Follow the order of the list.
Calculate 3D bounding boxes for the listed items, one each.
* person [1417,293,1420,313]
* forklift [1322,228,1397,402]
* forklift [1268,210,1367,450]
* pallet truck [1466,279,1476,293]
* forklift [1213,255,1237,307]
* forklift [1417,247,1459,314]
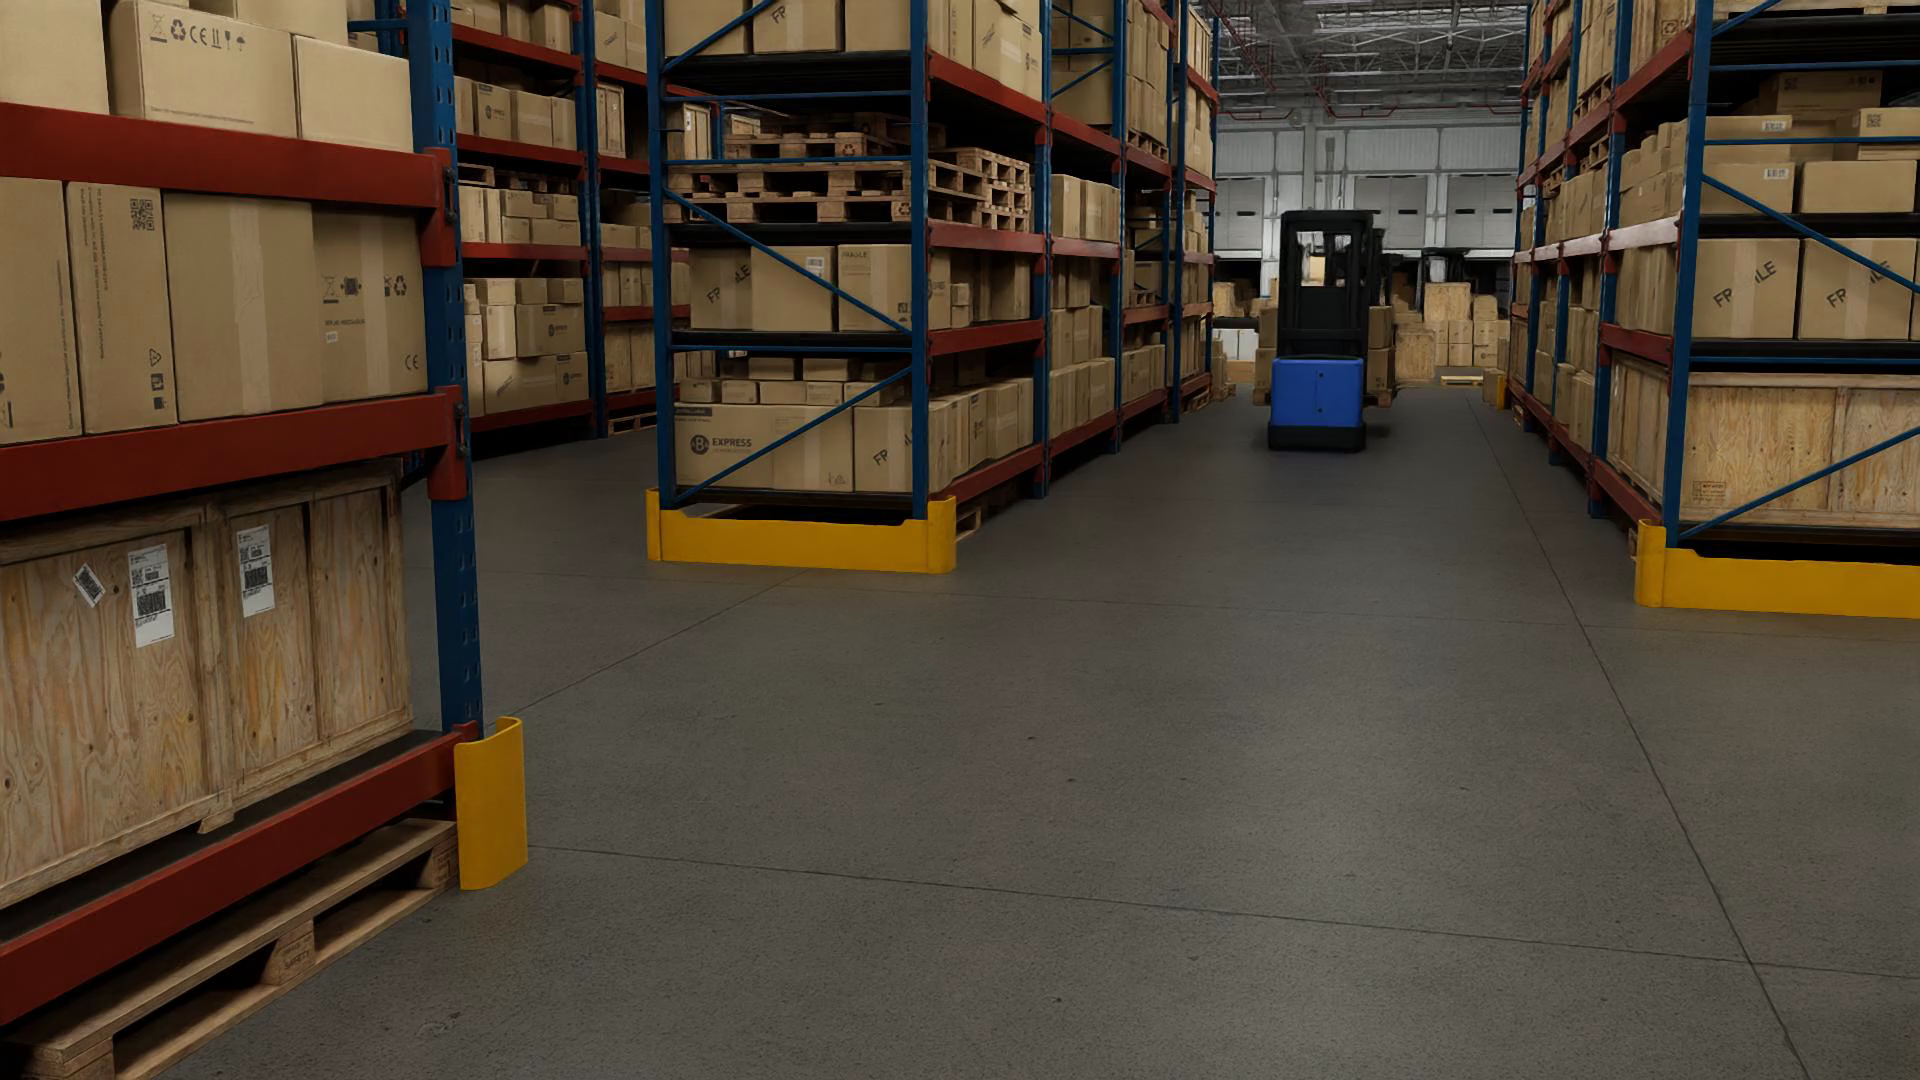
[{"bbox_3d":[13.953,-6.710,49.555,0.700,1.894,0.638,-2,9,-11],"label":"person"},{"bbox_3d":[6.367,-3.677,27.134,1.129,2.768,1.873,5,10,30],"label":"forklift"},{"bbox_3d":[4.321,-2.535,19.877,1.129,2.768,1.873,2,9,15],"label":"forklift"},{"bbox_3d":[18.896,-8.459,60.307,1.885,1.965,0.823,5,10,31],"label":"pallet truck"},{"bbox_3d":[8.572,-8.457,57.503,1.873,2.768,1.129,-4,10,-26],"label":"forklift"},{"bbox_3d":[12.611,-6.302,43.810,1.129,2.768,1.873,1,9,5],"label":"forklift"}]
